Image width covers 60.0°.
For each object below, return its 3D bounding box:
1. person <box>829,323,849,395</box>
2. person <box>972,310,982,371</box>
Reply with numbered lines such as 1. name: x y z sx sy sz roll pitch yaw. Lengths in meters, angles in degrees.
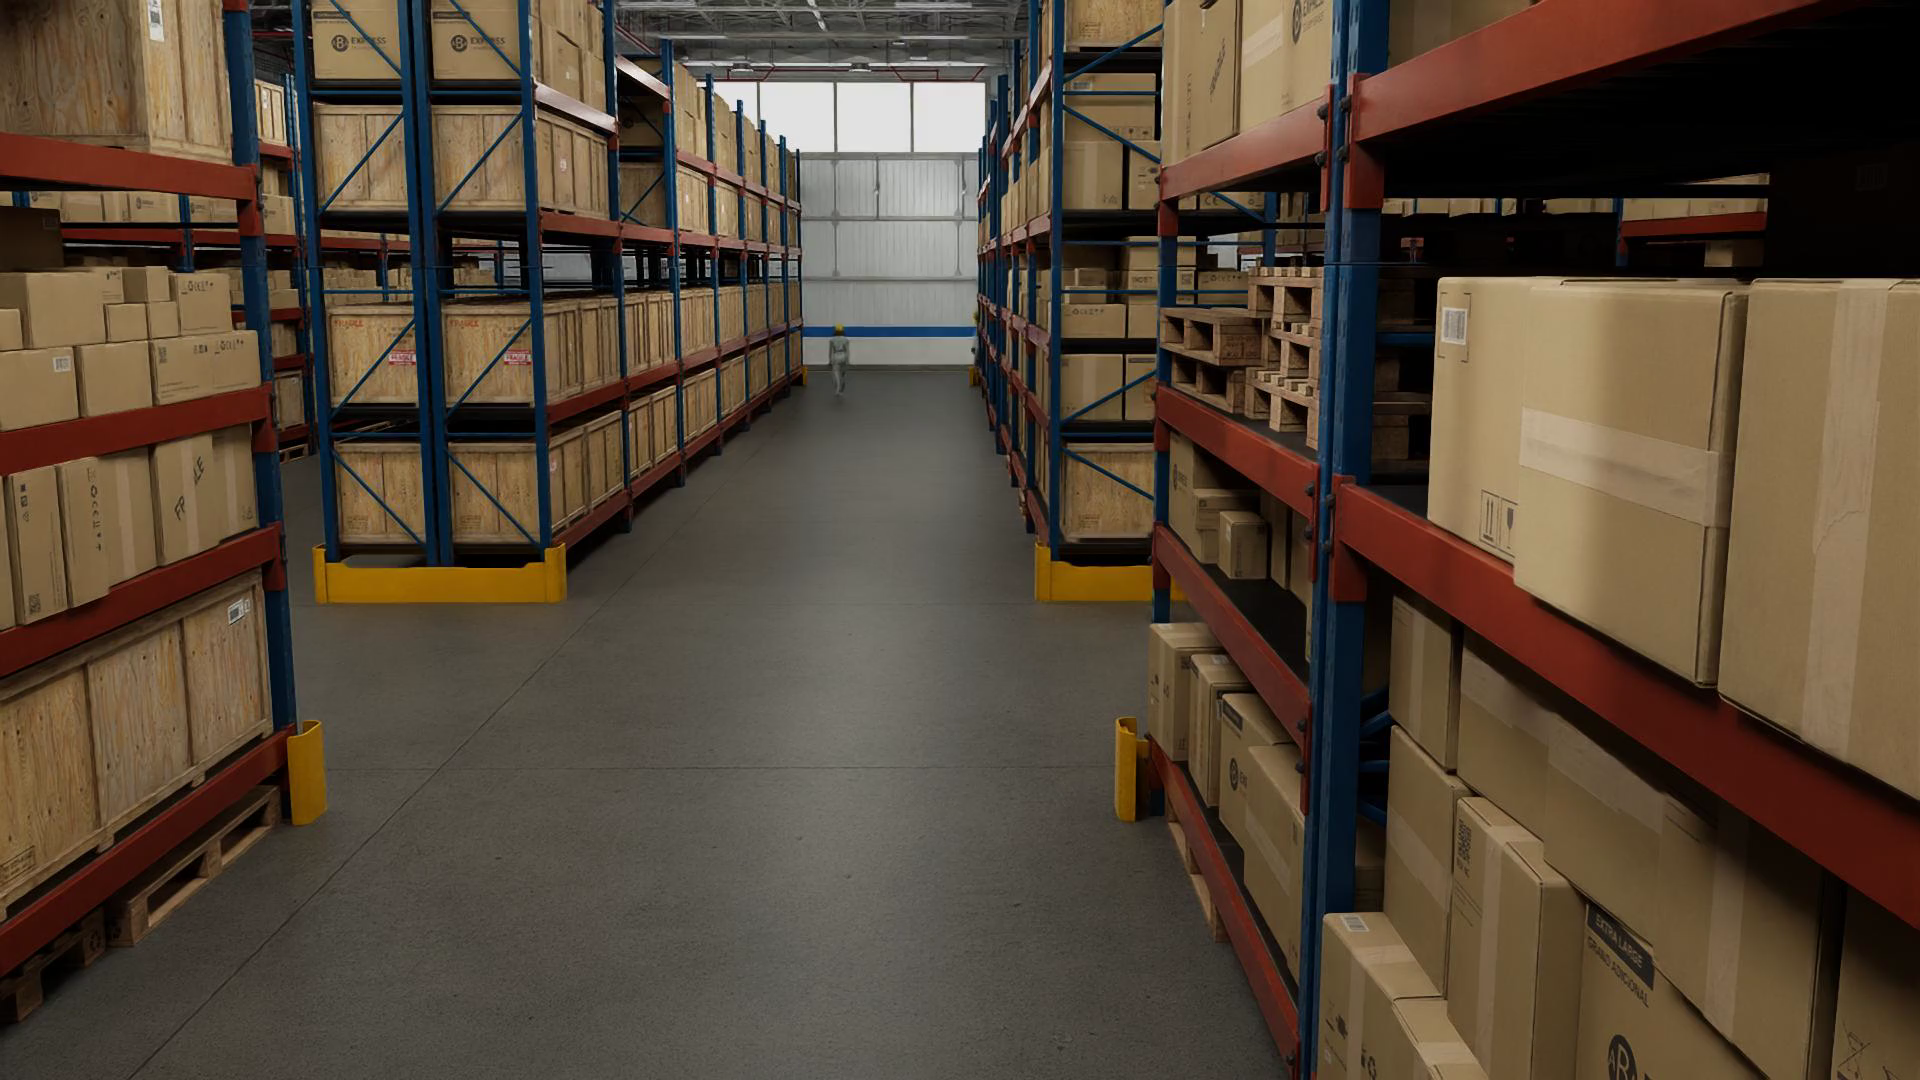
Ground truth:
1. person: -2.896 -4.335 39.973 0.490 1.727 0.594 -1 9 -6
2. person: 0.476 -5.096 43.927 0.641 1.961 0.684 -3 10 -20
